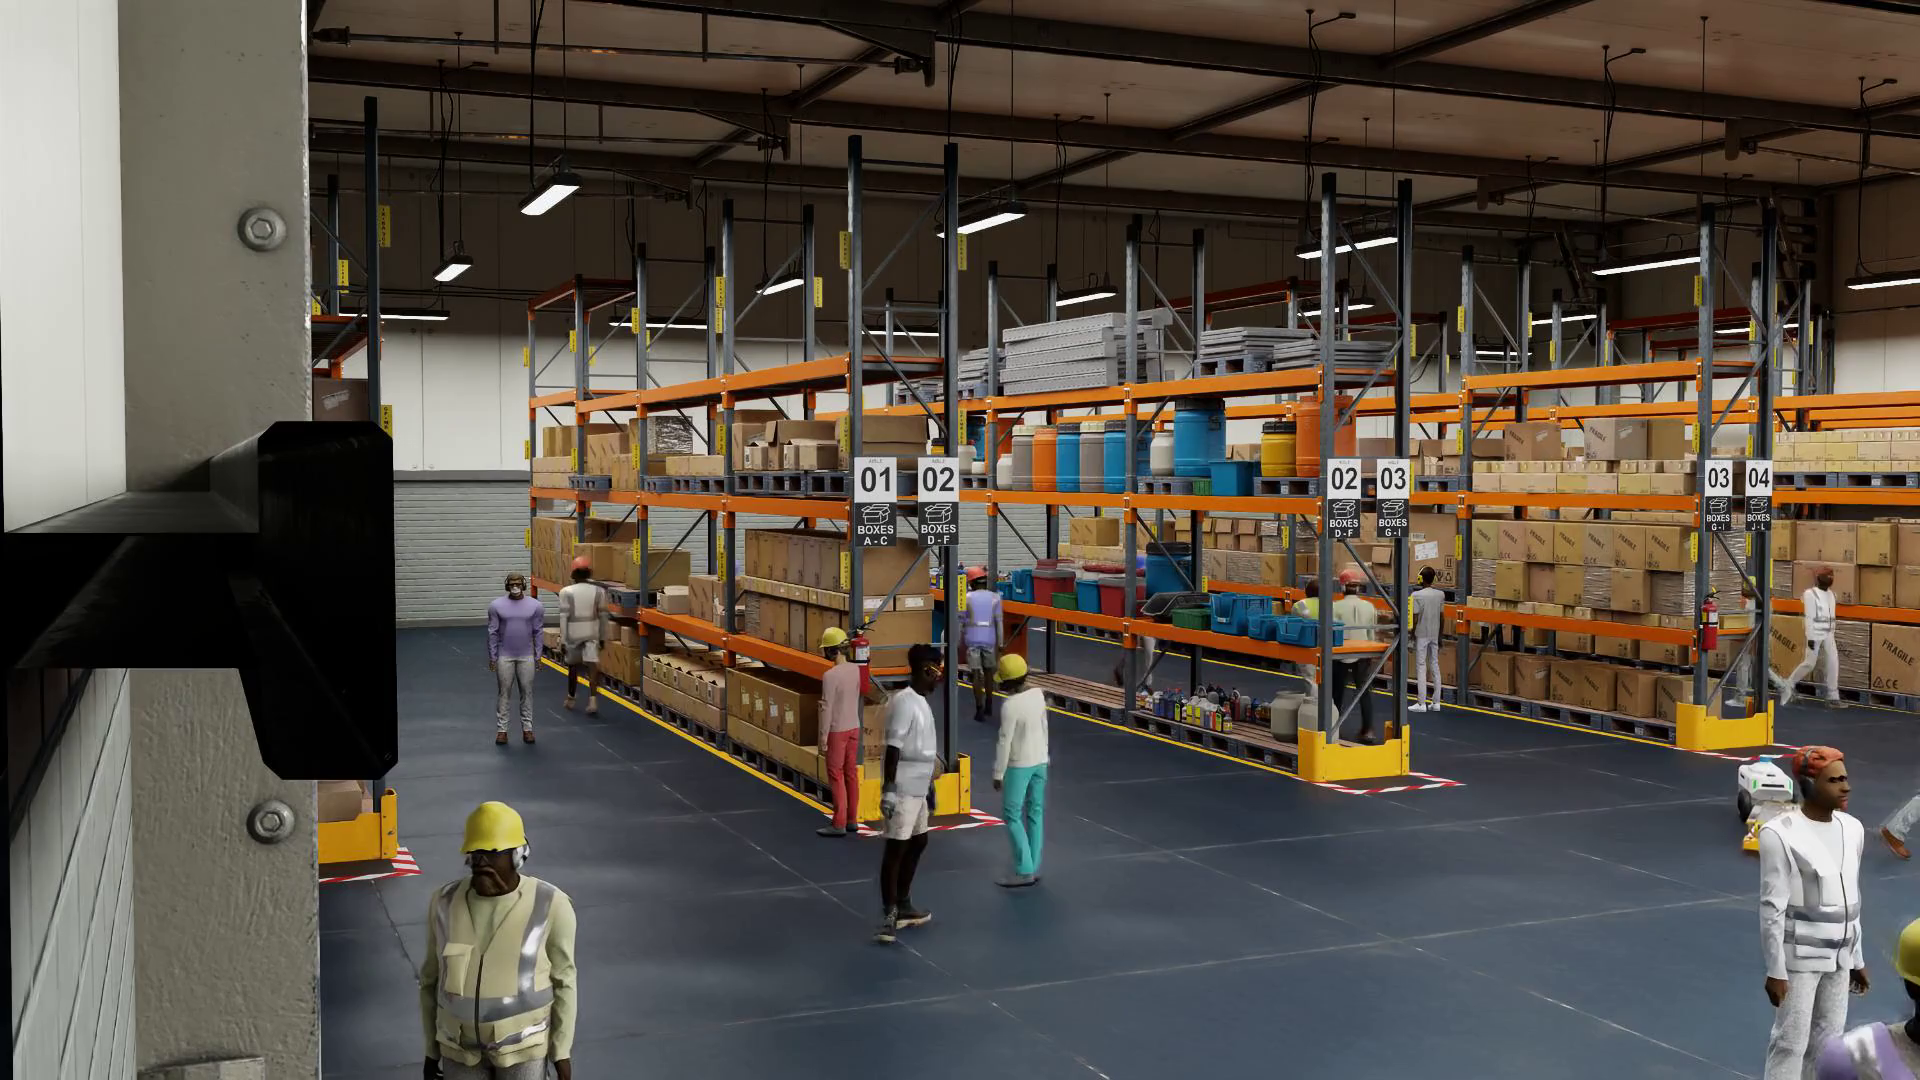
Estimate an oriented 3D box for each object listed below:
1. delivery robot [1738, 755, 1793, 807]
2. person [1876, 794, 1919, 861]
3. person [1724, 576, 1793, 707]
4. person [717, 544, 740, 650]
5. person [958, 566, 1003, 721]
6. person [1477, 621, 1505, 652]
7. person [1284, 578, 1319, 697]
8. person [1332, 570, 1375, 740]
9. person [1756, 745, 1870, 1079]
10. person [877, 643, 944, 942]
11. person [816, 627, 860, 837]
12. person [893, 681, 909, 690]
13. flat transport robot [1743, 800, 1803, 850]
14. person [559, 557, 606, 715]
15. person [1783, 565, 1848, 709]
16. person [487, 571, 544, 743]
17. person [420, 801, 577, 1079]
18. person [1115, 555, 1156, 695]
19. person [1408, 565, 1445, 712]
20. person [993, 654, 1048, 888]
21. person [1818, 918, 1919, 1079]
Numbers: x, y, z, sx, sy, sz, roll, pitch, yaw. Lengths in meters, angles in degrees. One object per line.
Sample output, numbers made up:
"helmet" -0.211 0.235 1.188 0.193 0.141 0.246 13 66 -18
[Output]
"delivery robot" 7.140 2.150 15.890 0.477 0.478 0.707 0 2 14
"person" 7.670 1.592 13.896 0.951 1.912 0.628 2 3 44
"person" 10.391 1.322 23.265 0.482 1.709 0.742 -2 3 -41
"person" -4.053 0.975 30.790 0.576 1.828 0.449 -1 2 -16
"person" 0.235 1.272 22.319 0.557 1.883 0.821 0 2 -11
"person" 8.533 1.120 28.758 0.535 1.697 0.318 0 2 6
"person" 4.256 1.353 21.524 0.620 1.801 0.956 -1 2 -17
"person" 4.515 1.313 20.669 0.647 1.938 1.046 -1 2 -15
"person" 3.715 1.832 7.782 0.578 1.884 0.353 -1 2 -26
"person" -0.355 1.660 11.903 0.370 1.929 0.759 1 2 16
"person" -1.032 1.614 15.150 0.332 1.755 0.525 1 3 29
"person" -0.697 1.359 22.589 0.552 1.677 0.565 -1 2 -22
"flat transport robot" 6.914 2.376 14.861 0.652 0.197 1.431 1 3 28
"person" -4.792 1.211 22.741 0.629 1.988 1.072 -1 2 -27
"person" 11.210 1.248 23.472 0.577 1.855 0.851 -1 2 -22
"person" -5.033 1.325 20.309 0.631 1.940 0.372 -1 2 -18
"person" -1.751 1.895 6.760 0.588 1.835 0.404 0 2 4
"person" 2.449 1.161 24.828 0.618 1.928 0.752 -1 2 -24
"person" 5.958 1.259 22.907 0.513 1.872 0.328 -1 2 -21
"person" 0.477 1.702 13.282 0.354 1.726 0.629 2 3 40
"person" 2.673 1.944 4.931 0.602 1.885 0.972 0 2 3
